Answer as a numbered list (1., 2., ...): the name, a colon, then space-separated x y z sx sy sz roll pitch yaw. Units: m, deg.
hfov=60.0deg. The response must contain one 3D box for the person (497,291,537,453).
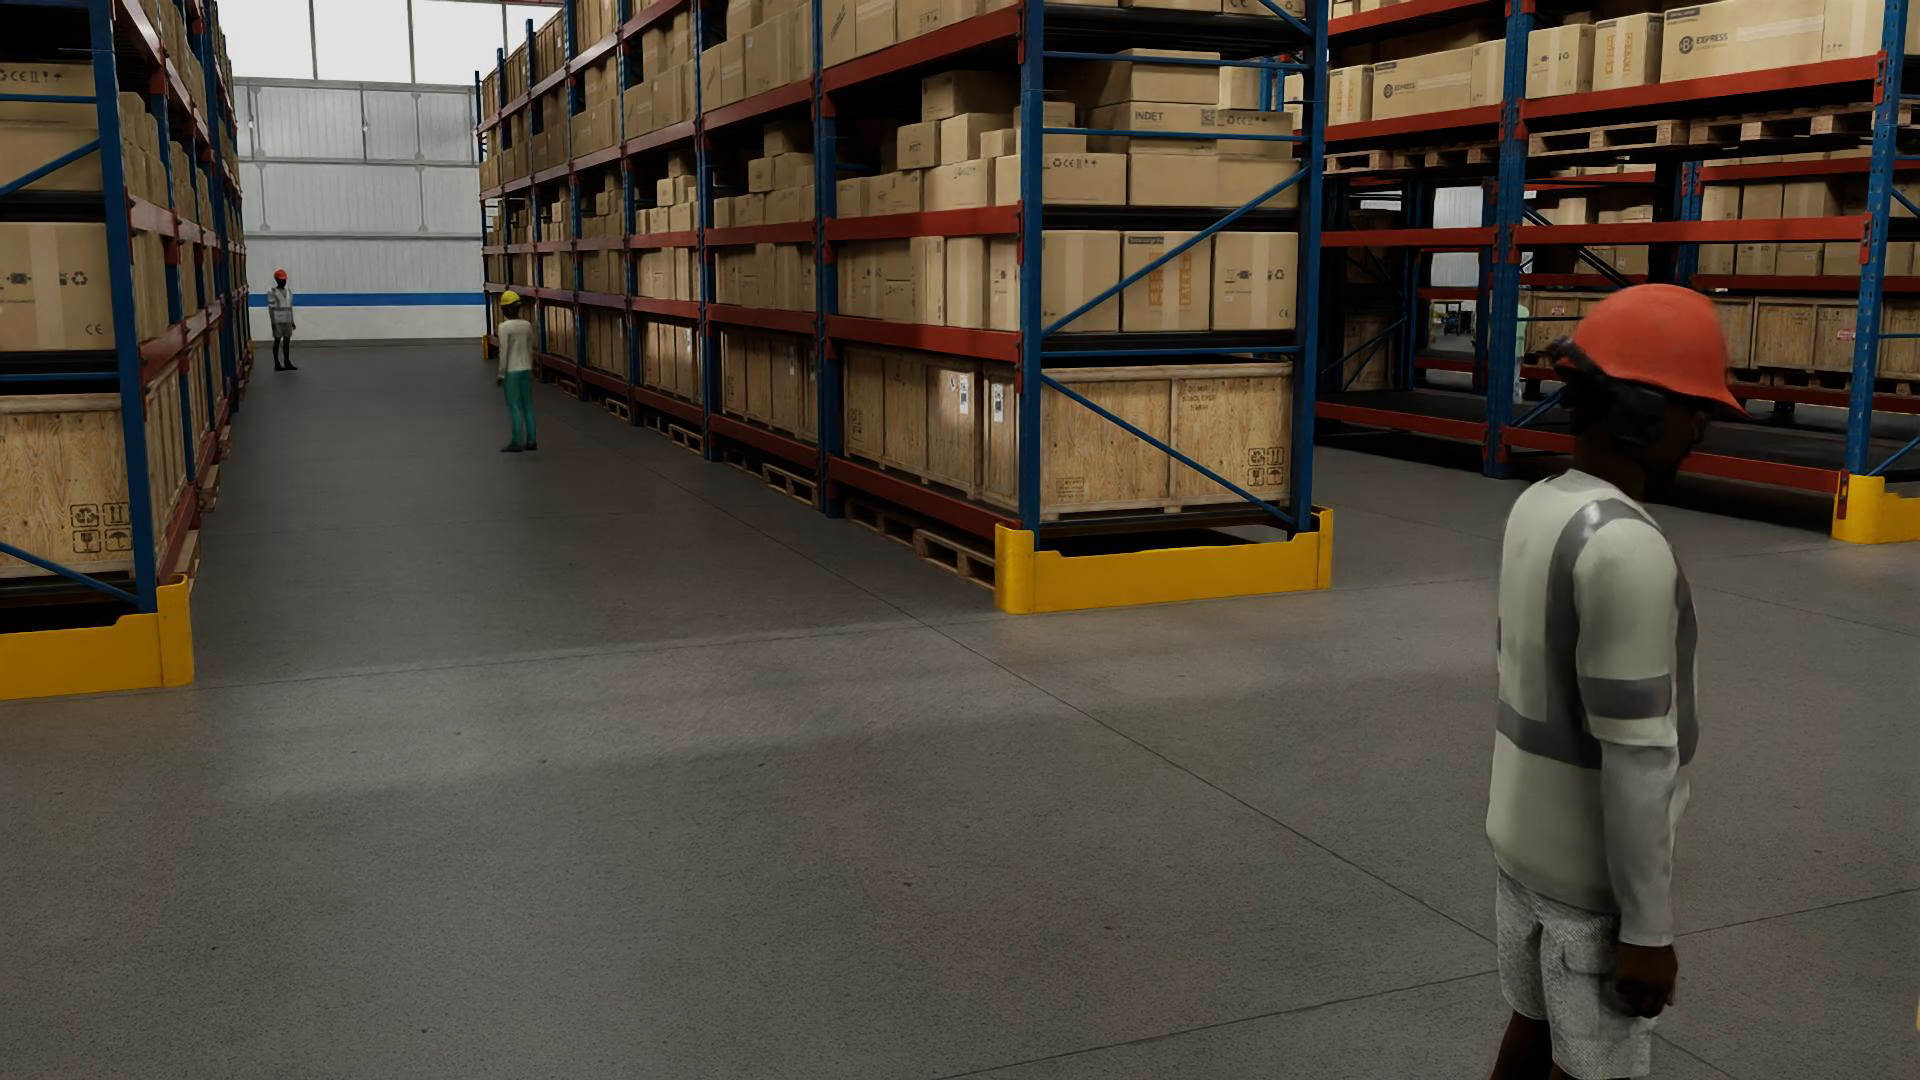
1. person: -4.883 -1.839 18.212 0.327 1.767 0.533 4 10 24

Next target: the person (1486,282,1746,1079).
1. person: 1.151 0.567 2.992 0.382 2.038 0.606 0 9 1

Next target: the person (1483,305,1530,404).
1. person: 6.534 -2.153 19.876 0.563 1.837 0.388 -4 10 -24

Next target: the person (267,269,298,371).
1. person: -13.000 -4.216 31.928 0.363 1.939 0.542 5 11 28
